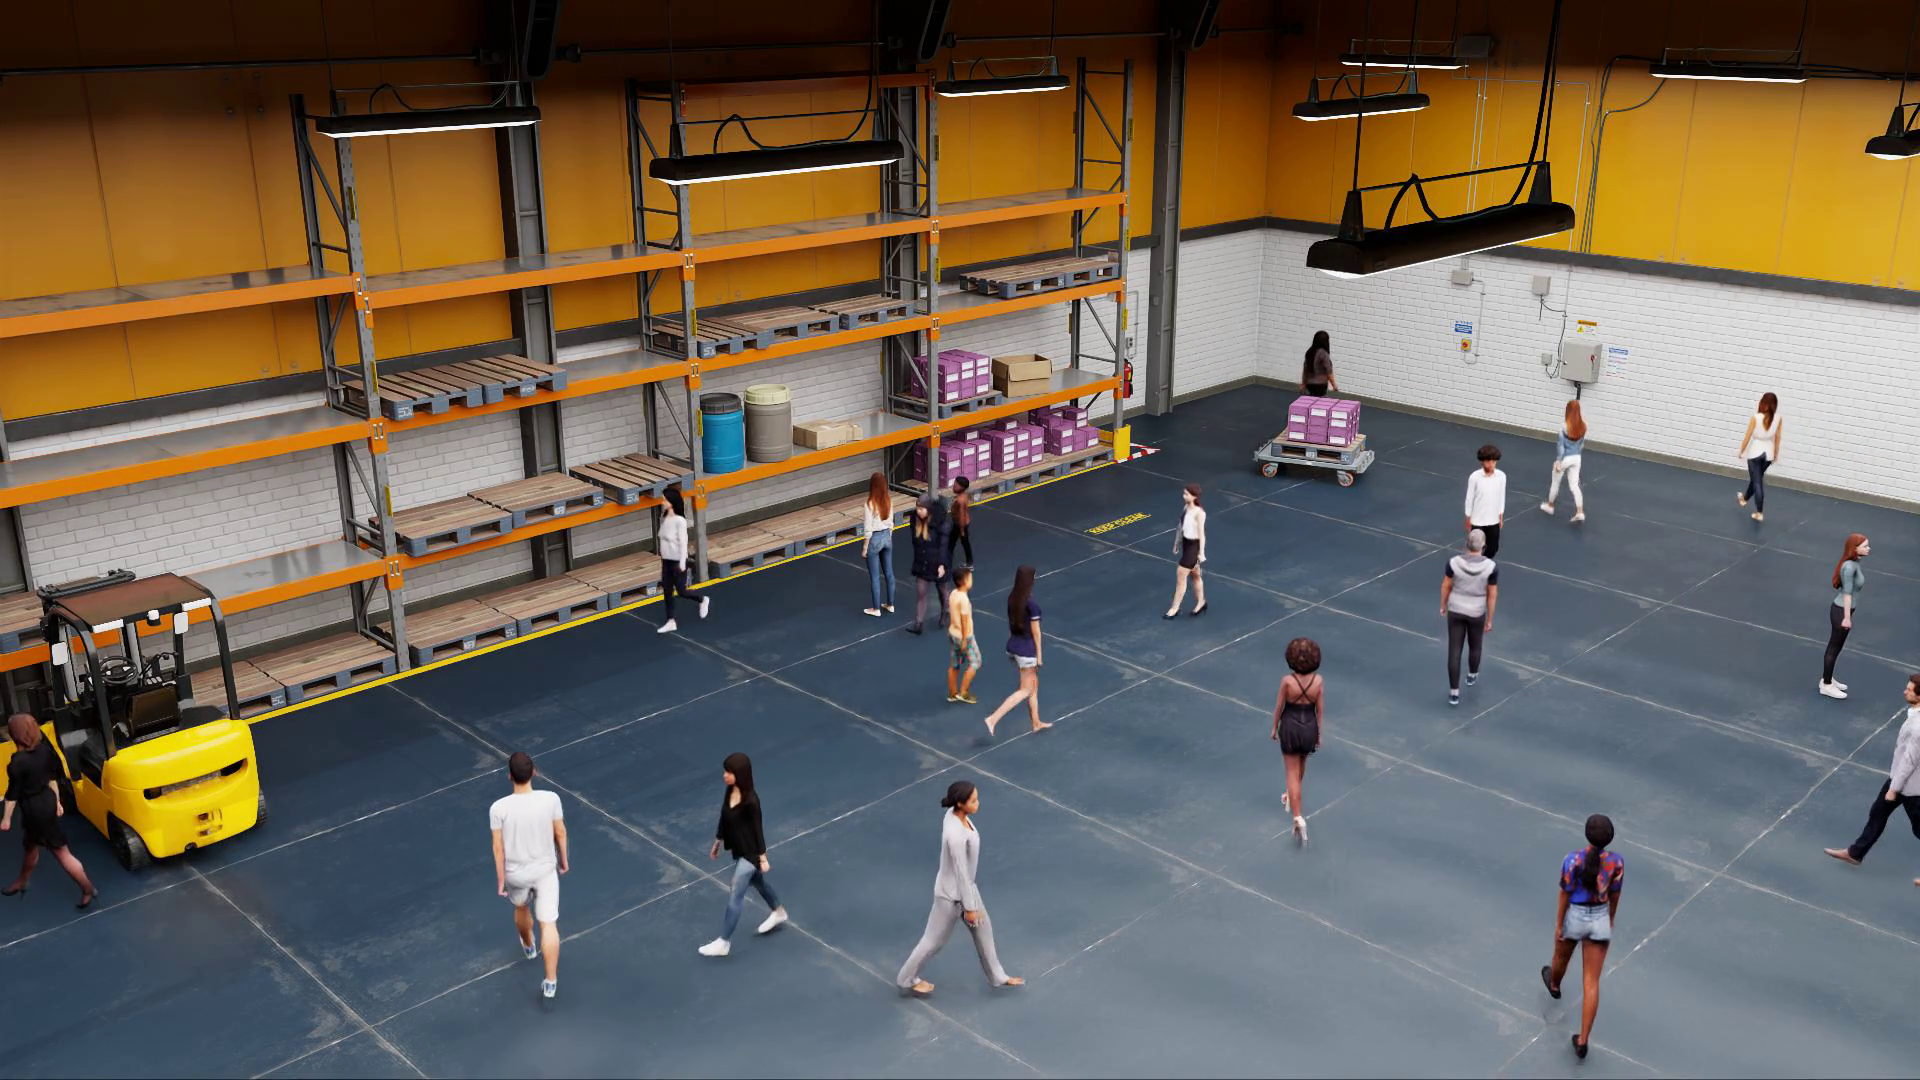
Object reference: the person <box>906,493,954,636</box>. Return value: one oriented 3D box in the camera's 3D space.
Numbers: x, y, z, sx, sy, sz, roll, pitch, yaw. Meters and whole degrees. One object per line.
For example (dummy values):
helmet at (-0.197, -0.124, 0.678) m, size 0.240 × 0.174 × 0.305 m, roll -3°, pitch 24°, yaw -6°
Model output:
person at (-0.267, 0.245, 18.910) m, size 0.906 × 1.631 × 1.122 m, roll 7°, pitch 20°, yaw 20°

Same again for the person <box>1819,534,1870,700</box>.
person at (9.131, 0.765, 17.191) m, size 0.692 × 1.743 × 0.564 m, roll 10°, pitch 21°, yaw 28°

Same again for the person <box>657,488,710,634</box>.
person at (-3.171, 0.221, 18.899) m, size 0.644 × 1.684 × 0.908 m, roll 16°, pitch 25°, yaw 40°

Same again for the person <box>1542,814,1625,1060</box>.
person at (4.318, 2.731, 11.431) m, size 1.074 × 1.692 × 1.215 m, roll 2°, pitch 19°, yaw 6°

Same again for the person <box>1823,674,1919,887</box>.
person at (7.796, 1.999, 13.441) m, size 0.957 × 1.796 × 1.220 m, roll 11°, pitch 21°, yaw 29°

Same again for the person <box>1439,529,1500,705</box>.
person at (5.162, 0.816, 16.966) m, size 1.004 × 1.788 × 1.181 m, roll 5°, pitch 19°, yaw 15°

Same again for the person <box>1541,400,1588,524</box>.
person at (8.344, -1.028, 22.635) m, size 1.151 × 1.666 × 1.062 m, roll -4°, pitch 19°, yaw -13°

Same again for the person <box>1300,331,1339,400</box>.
person at (5.591, -2.382, 26.452) m, size 1.229 × 1.796 × 0.913 m, roll -9°, pitch 21°, yaw -25°

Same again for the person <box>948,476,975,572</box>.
person at (0.070, -0.194, 20.828) m, size 0.802 × 1.239 × 0.780 m, roll 4°, pitch 19°, yaw 11°

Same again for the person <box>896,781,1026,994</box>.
person at (-0.124, 2.548, 11.988) m, size 1.184 × 1.685 × 1.174 m, roll 1°, pitch 19°, yaw 3°

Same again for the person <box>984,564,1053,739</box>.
person at (0.546, 1.131, 16.130) m, size 1.071 × 1.725 × 0.746 m, roll -10°, pitch 21°, yaw -27°

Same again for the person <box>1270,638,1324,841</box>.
person at (2.921, 1.738, 14.294) m, size 1.059 × 1.747 × 1.067 m, roll -1°, pitch 19°, yaw -4°

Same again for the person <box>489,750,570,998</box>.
person at (-3.095, 2.448, 12.082) m, size 1.260 × 1.813 × 1.105 m, roll -7°, pitch 20°, yaw -19°

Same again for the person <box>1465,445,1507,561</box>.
person at (6.370, -0.310, 20.296) m, size 0.757 × 1.798 × 0.817 m, roll 0°, pitch 19°, yaw -1°

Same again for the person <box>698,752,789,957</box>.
person at (-1.569, 2.347, 12.700) m, size 1.091 × 1.609 × 0.695 m, roll -12°, pitch 22°, yaw -32°

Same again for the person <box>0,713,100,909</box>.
person at (-7.165, 2.186, 13.101) m, size 1.099 × 1.659 × 1.054 m, roll 1°, pitch 19°, yaw 2°

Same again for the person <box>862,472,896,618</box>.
person at (-0.941, 0.038, 19.372) m, size 0.466 × 1.728 × 0.651 m, roll -15°, pitch 24°, yaw -37°

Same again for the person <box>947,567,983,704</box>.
person at (-0.047, 0.991, 16.978) m, size 0.618 × 1.451 × 0.587 m, roll -10°, pitch 21°, yaw -28°

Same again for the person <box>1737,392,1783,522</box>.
person at (10.984, -1.105, 22.735) m, size 1.073 × 1.747 × 1.113 m, roll -1°, pitch 19°, yaw -3°

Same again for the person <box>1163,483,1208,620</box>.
person at (2.759, 0.127, 19.265) m, size 0.937 × 1.627 × 0.780 m, roll -7°, pitch 20°, yaw -20°
